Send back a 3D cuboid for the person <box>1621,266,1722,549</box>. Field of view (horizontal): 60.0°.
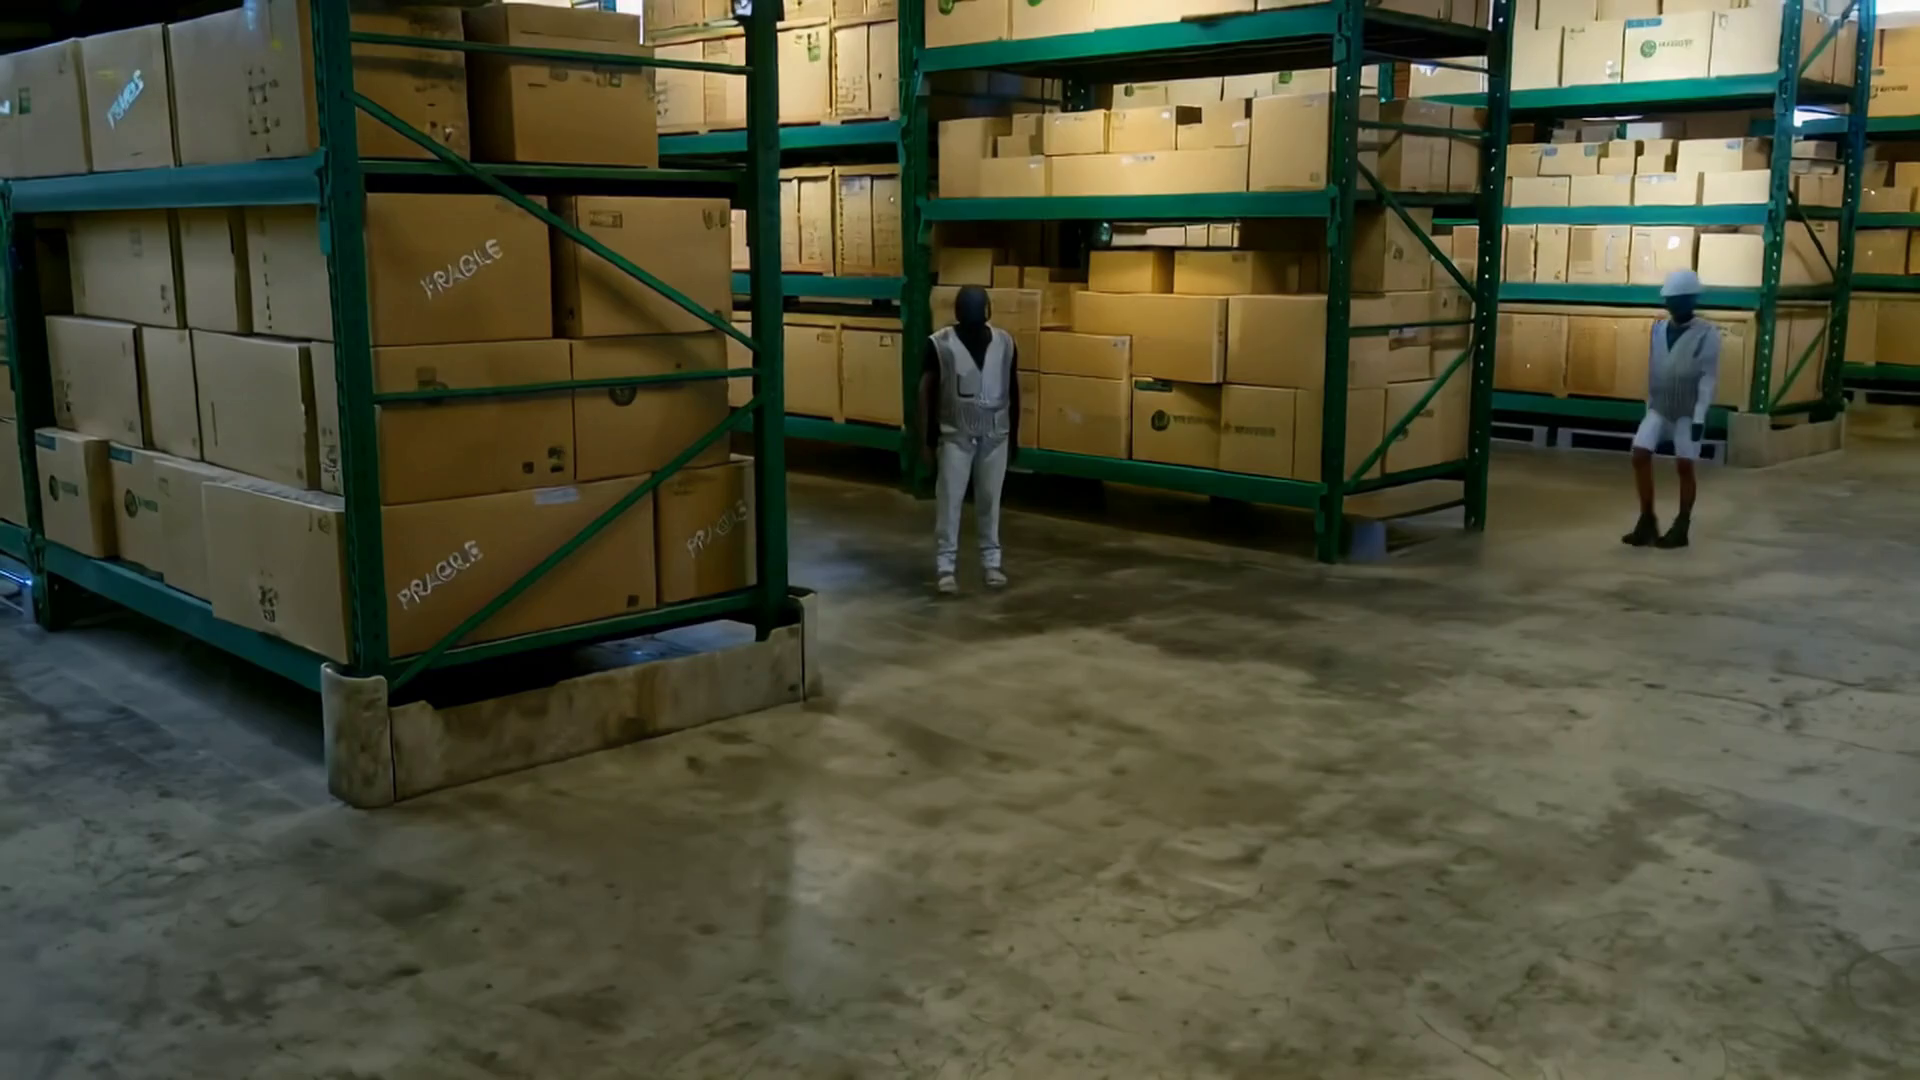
[{"bbox_3d":[4.773,-0.873,11.231,0.623,1.917,0.584,-6,12,-28],"label":"person"}]

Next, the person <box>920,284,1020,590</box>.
[{"bbox_3d":[0.074,-0.618,10.056,0.634,1.842,0.429,-3,11,-17],"label":"person"}]
